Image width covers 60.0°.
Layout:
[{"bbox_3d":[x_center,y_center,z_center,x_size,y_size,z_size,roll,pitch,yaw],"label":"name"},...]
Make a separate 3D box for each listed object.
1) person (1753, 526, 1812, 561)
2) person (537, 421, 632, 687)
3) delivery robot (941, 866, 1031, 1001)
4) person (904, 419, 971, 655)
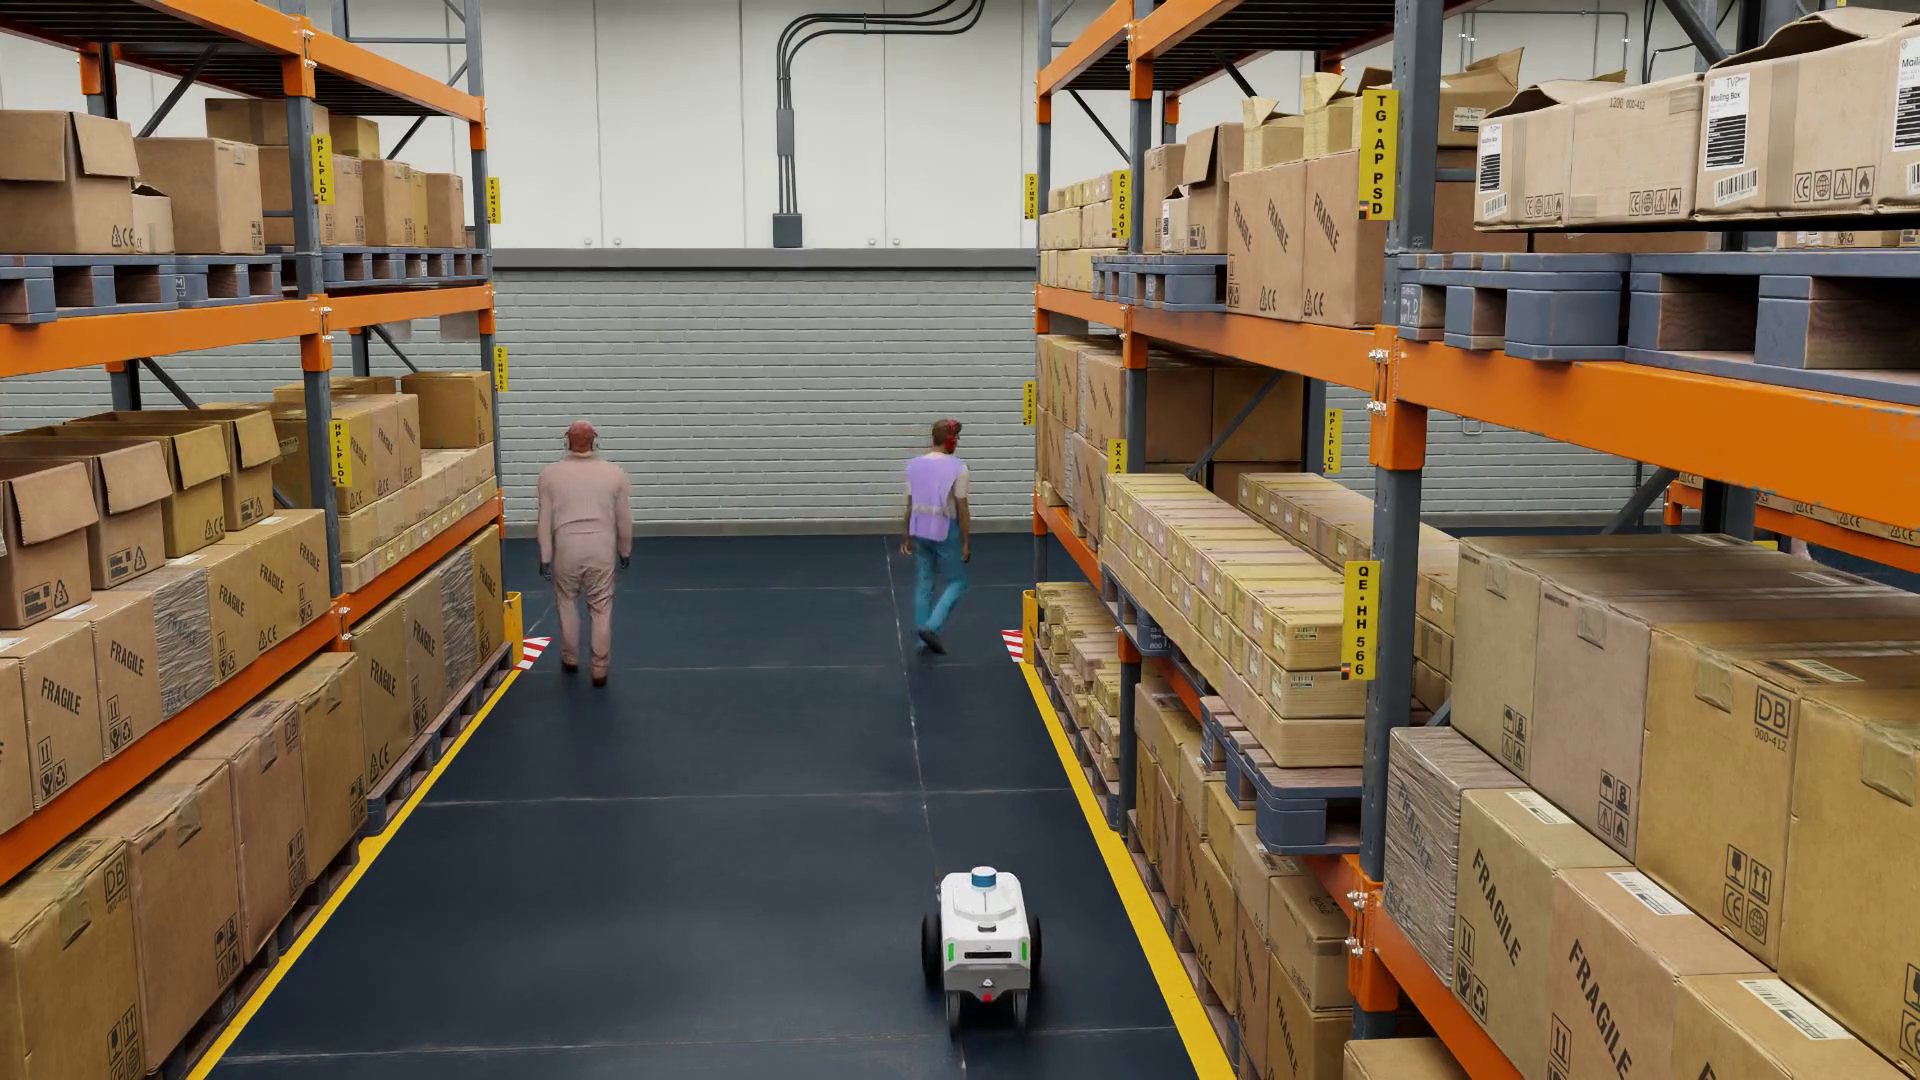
[{"bbox_3d":[6.757,-0.214,13.541,0.635,1.931,1.062,-6,11,-31],"label":"person"},{"bbox_3d":[-2.708,0.077,11.996,0.672,1.866,0.913,-3,10,-16],"label":"person"},{"bbox_3d":[0.097,1.574,6.767,0.477,0.478,0.707,0,10,-2],"label":"delivery robot"},{"bbox_3d":[-0.194,-0.007,12.656,0.659,1.822,0.433,7,12,35],"label":"person"}]
